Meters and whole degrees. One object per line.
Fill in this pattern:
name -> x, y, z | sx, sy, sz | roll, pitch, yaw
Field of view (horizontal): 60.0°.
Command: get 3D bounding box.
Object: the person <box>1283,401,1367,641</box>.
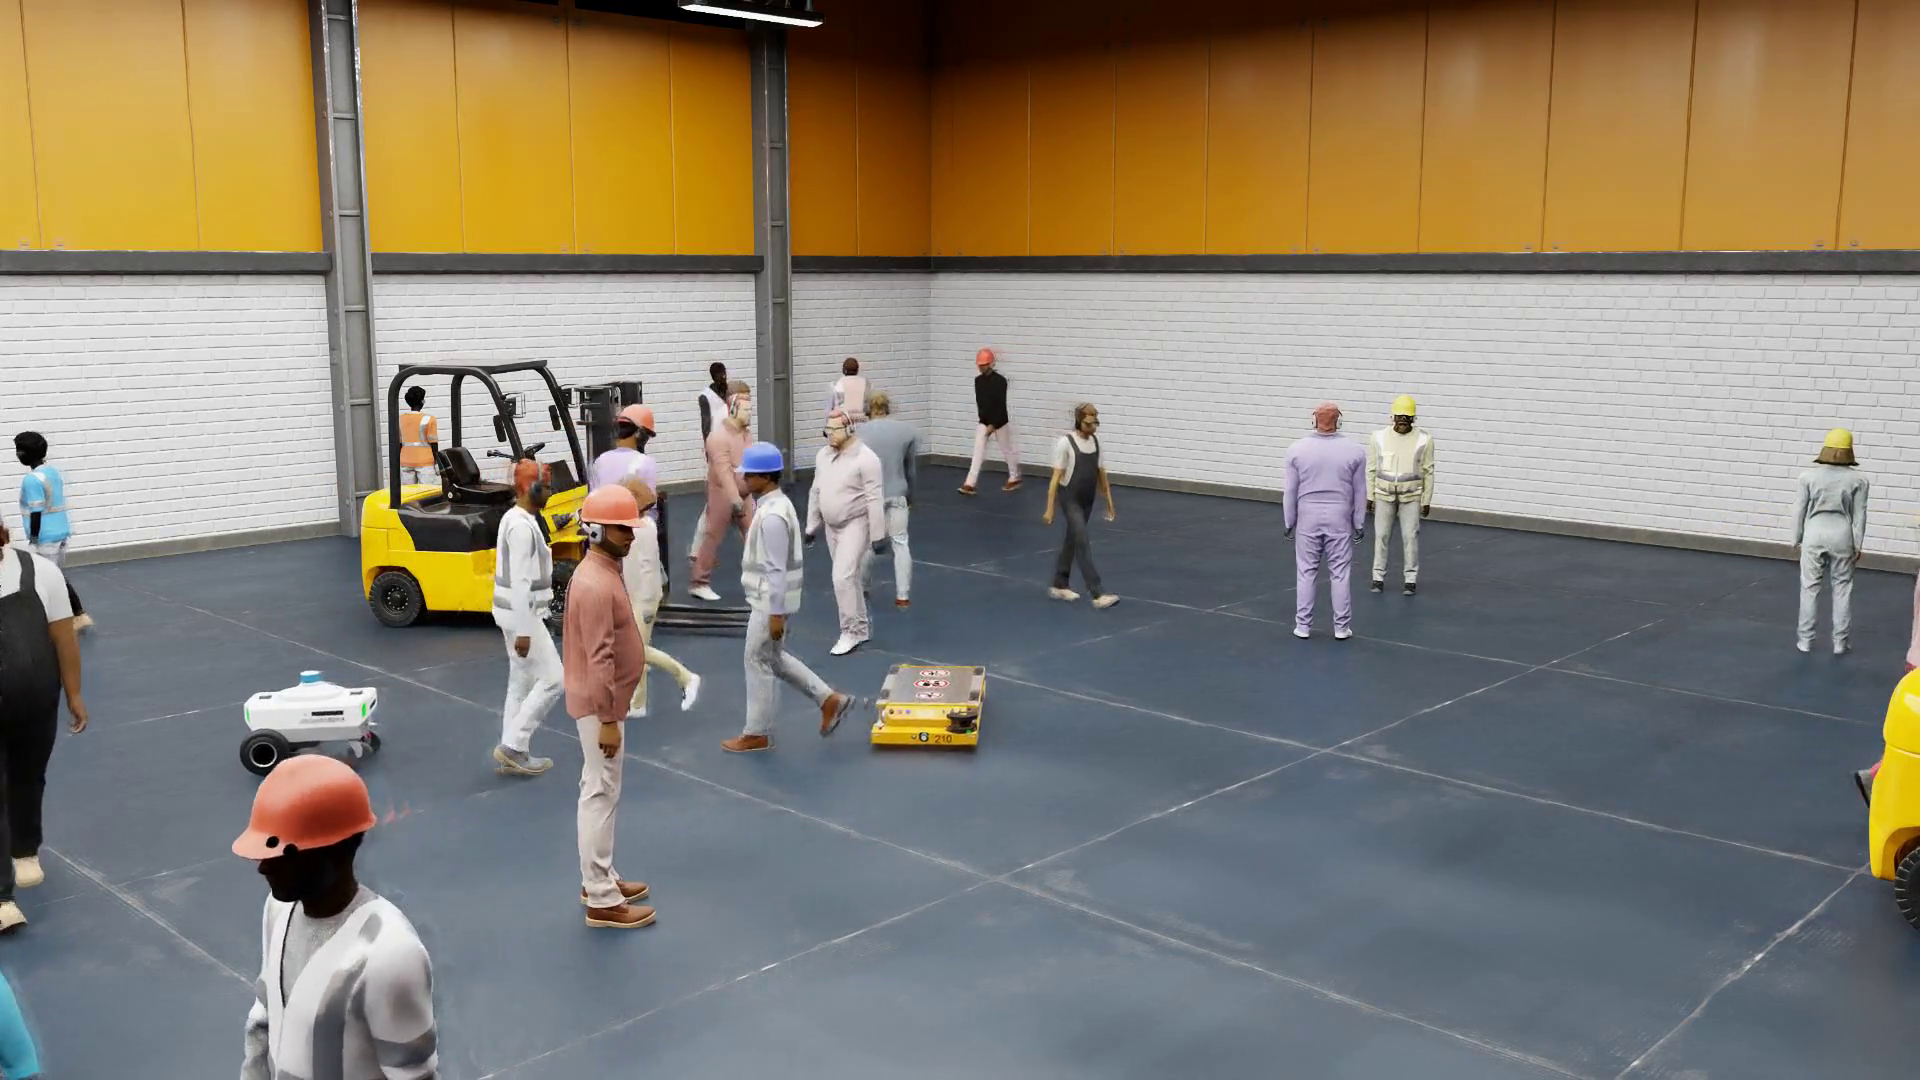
person -> 2.900, -0.149, 13.247 | 0.652, 1.904, 0.402 | 2, 9, 11

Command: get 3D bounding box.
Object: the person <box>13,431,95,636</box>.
person -> -7.183, -0.023, 13.137 | 0.414, 1.682, 0.570 | -2, 9, -11

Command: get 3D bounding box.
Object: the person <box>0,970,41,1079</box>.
person -> -3.731, 1.148, 5.701 | 1.015, 1.771, 0.659 | 0, 9, -2

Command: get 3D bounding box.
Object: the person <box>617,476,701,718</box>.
person -> -2.031, 0.383, 10.862 | 0.516, 1.612, 0.519 | -4, 10, -24

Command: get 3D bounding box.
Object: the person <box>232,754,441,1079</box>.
person -> -1.417, 1.395, 3.862 | 1.011, 1.891, 0.549 | -9, 13, -43

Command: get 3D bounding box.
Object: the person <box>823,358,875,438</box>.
person -> -1.454, -1.456, 21.553 | 0.643, 1.795, 0.925 | -3, 10, -18

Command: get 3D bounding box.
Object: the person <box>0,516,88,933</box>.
person -> -4.406, 0.699, 7.625 | 0.681, 2.000, 1.023 | -8, 12, -41

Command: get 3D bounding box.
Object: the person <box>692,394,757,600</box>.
person -> -1.960, -0.359, 14.701 | 1.015, 1.852, 0.651 | 5, 10, 28

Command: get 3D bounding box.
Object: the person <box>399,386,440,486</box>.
person -> -5.864, -0.818, 18.006 | 0.531, 1.694, 0.320 | 3, 10, 18

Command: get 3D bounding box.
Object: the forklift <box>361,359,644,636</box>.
forklift -> -3.850, -0.407, 13.936 | 2.313, 2.155, 1.214 | 2, 9, 11

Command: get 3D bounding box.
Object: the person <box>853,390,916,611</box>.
person -> -0.684, -0.358, 14.562 | 0.674, 1.886, 0.922 | -4, 10, -21

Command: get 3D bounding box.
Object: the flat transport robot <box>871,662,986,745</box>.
flat transport robot -> -0.183, 1.051, 10.879 | 0.652, 0.197, 1.431 | 1, 9, 3

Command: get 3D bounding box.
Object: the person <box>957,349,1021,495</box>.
person -> 0.420, -1.555, 21.876 | 0.590, 1.922, 1.113 | 8, 12, 41

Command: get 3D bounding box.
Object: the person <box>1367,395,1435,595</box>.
person -> 3.985, -0.406, 15.082 | 0.596, 1.825, 0.403 | 4, 10, 22

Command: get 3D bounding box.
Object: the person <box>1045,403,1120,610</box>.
person -> 1.098, -0.295, 14.475 | 0.628, 1.781, 0.969 | -9, 13, -43

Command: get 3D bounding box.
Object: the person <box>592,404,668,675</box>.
person -> -2.362, 0.036, 11.858 | 0.671, 1.987, 0.557 | 6, 11, 34

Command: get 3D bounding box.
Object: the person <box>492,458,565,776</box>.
person -> -2.515, 0.458, 9.652 | 0.439, 1.859, 0.609 | -3, 10, -20

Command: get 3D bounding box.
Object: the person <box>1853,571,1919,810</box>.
person -> 5.073, 0.666, 8.702 | 0.573, 1.744, 0.527 | 1, 9, 9

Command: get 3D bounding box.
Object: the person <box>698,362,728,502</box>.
person -> -2.839, -1.153, 19.487 | 0.450, 1.871, 0.642 | 5, 11, 30

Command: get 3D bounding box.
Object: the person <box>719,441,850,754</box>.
person -> -1.082, 0.351, 10.094 | 0.708, 1.927, 0.617 | -1, 9, -4

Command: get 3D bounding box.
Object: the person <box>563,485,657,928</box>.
person -> -1.590, 0.739, 7.533 | 0.391, 1.991, 0.612 | -2, 9, -12

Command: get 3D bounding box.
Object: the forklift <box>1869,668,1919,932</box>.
forklift -> 5.205, 0.723, 7.013 | 2.313, 2.155, 1.214 | 9, 13, 43

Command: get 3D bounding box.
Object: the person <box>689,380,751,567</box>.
person -> -2.211, -0.631, 16.291 | 1.041, 1.869, 0.708 | 0, 9, 0

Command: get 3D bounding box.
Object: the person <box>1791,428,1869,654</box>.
person -> 6.680, 0.006, 12.789 | 0.493, 1.743, 0.297 | 5, 11, 30

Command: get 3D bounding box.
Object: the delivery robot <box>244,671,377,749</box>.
delivery robot -> -3.849, 1.022, 9.888 | 0.707, 0.478, 0.477 | -1, 9, -9

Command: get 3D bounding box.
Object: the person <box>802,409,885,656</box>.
person -> -0.935, -0.066, 12.831 | 0.711, 1.883, 0.645 | -8, 12, -41
